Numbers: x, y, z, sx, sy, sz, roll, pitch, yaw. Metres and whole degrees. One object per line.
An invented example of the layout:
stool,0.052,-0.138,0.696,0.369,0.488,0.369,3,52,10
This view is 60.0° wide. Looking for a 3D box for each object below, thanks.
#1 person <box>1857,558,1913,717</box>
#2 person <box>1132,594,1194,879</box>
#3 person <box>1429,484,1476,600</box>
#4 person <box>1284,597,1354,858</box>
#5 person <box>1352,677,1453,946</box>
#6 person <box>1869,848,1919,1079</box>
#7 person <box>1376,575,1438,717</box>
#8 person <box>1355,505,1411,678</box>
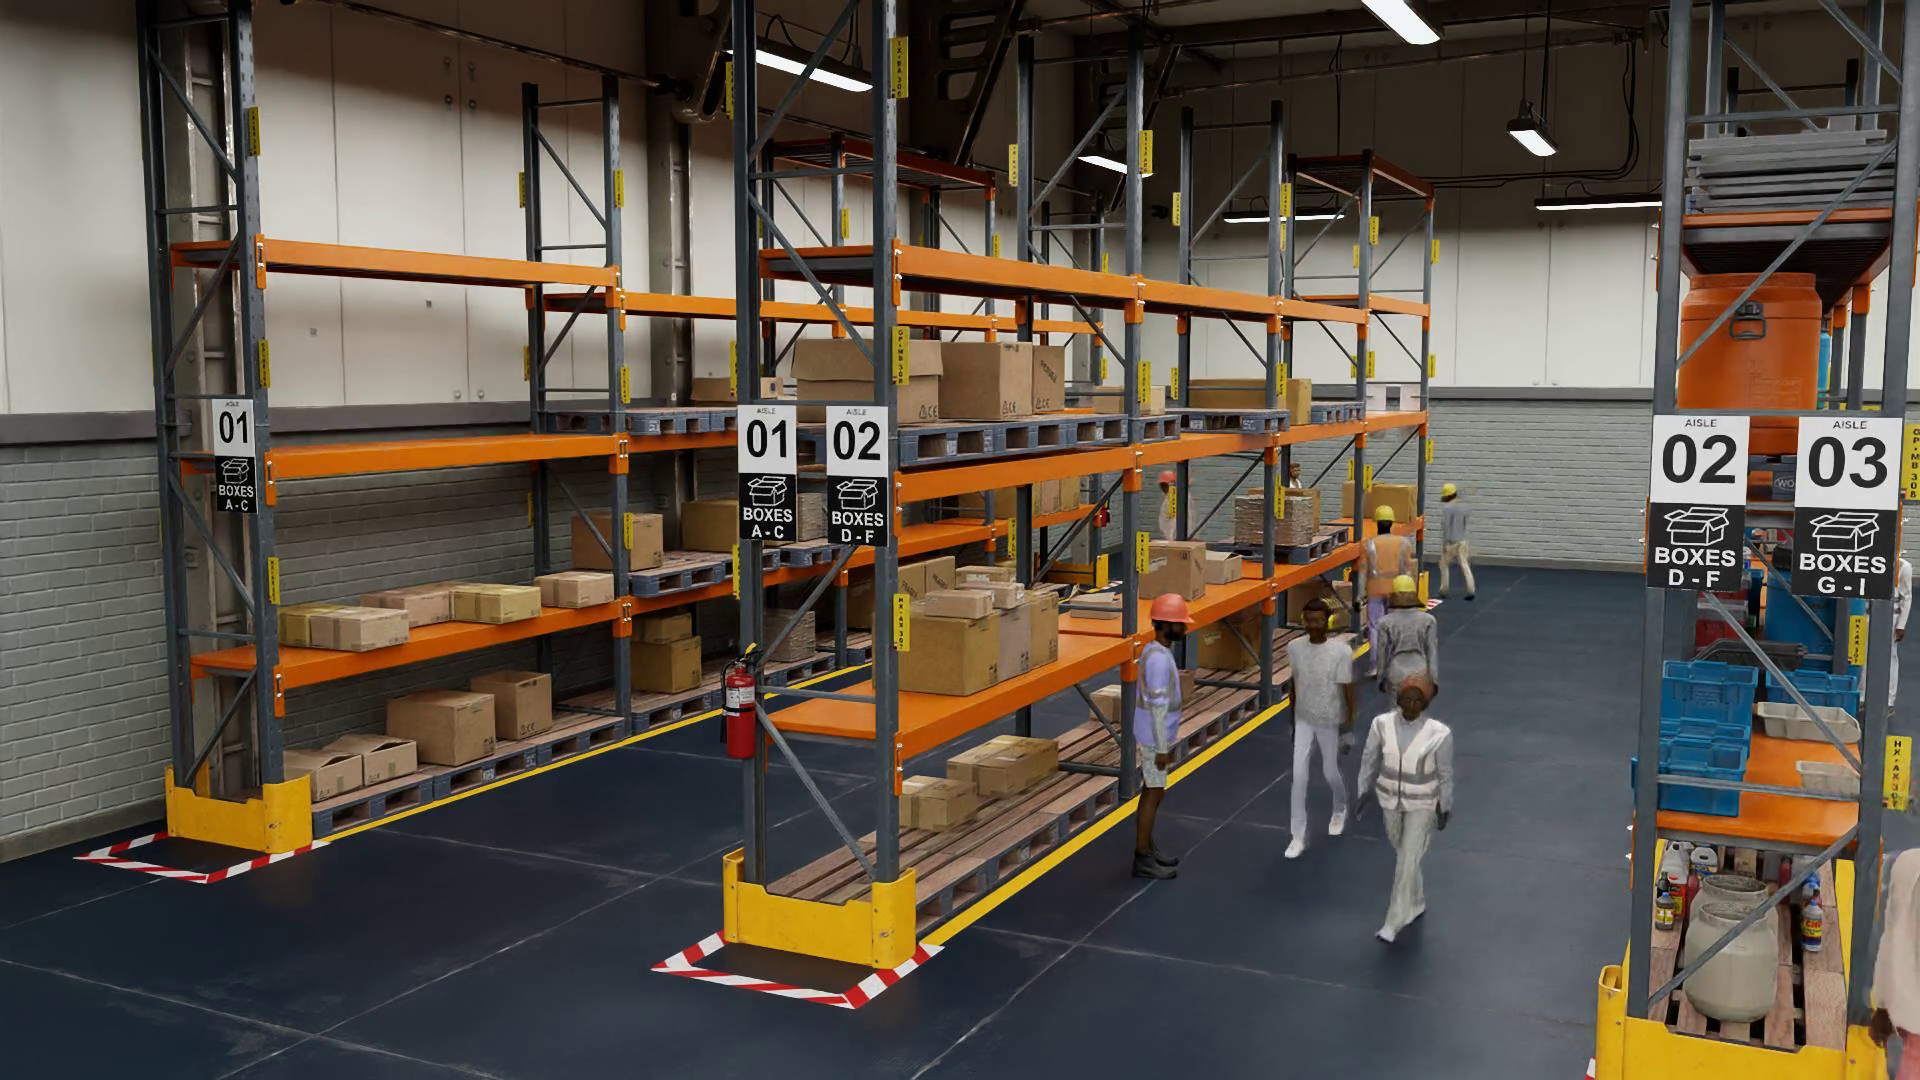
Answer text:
person,9.078,0.802,16.429,0.354,1.887,0.573,-3,6,-25
person,1.372,1.318,11.245,0.404,1.928,0.545,1,6,8
person,7.352,0.040,24.638,0.635,1.723,0.733,-5,8,-39
person,2.599,1.296,11.930,0.527,1.838,0.915,3,7,29
person,2.666,1.611,10.001,0.517,1.583,0.904,5,7,38
person,3.746,1.835,6.244,1.059,1.924,0.735,0,6,4
person,3.726,1.146,13.923,0.501,1.697,0.824,1,6,8
person,4.710,0.574,18.503,0.594,1.932,0.394,0,6,-5
